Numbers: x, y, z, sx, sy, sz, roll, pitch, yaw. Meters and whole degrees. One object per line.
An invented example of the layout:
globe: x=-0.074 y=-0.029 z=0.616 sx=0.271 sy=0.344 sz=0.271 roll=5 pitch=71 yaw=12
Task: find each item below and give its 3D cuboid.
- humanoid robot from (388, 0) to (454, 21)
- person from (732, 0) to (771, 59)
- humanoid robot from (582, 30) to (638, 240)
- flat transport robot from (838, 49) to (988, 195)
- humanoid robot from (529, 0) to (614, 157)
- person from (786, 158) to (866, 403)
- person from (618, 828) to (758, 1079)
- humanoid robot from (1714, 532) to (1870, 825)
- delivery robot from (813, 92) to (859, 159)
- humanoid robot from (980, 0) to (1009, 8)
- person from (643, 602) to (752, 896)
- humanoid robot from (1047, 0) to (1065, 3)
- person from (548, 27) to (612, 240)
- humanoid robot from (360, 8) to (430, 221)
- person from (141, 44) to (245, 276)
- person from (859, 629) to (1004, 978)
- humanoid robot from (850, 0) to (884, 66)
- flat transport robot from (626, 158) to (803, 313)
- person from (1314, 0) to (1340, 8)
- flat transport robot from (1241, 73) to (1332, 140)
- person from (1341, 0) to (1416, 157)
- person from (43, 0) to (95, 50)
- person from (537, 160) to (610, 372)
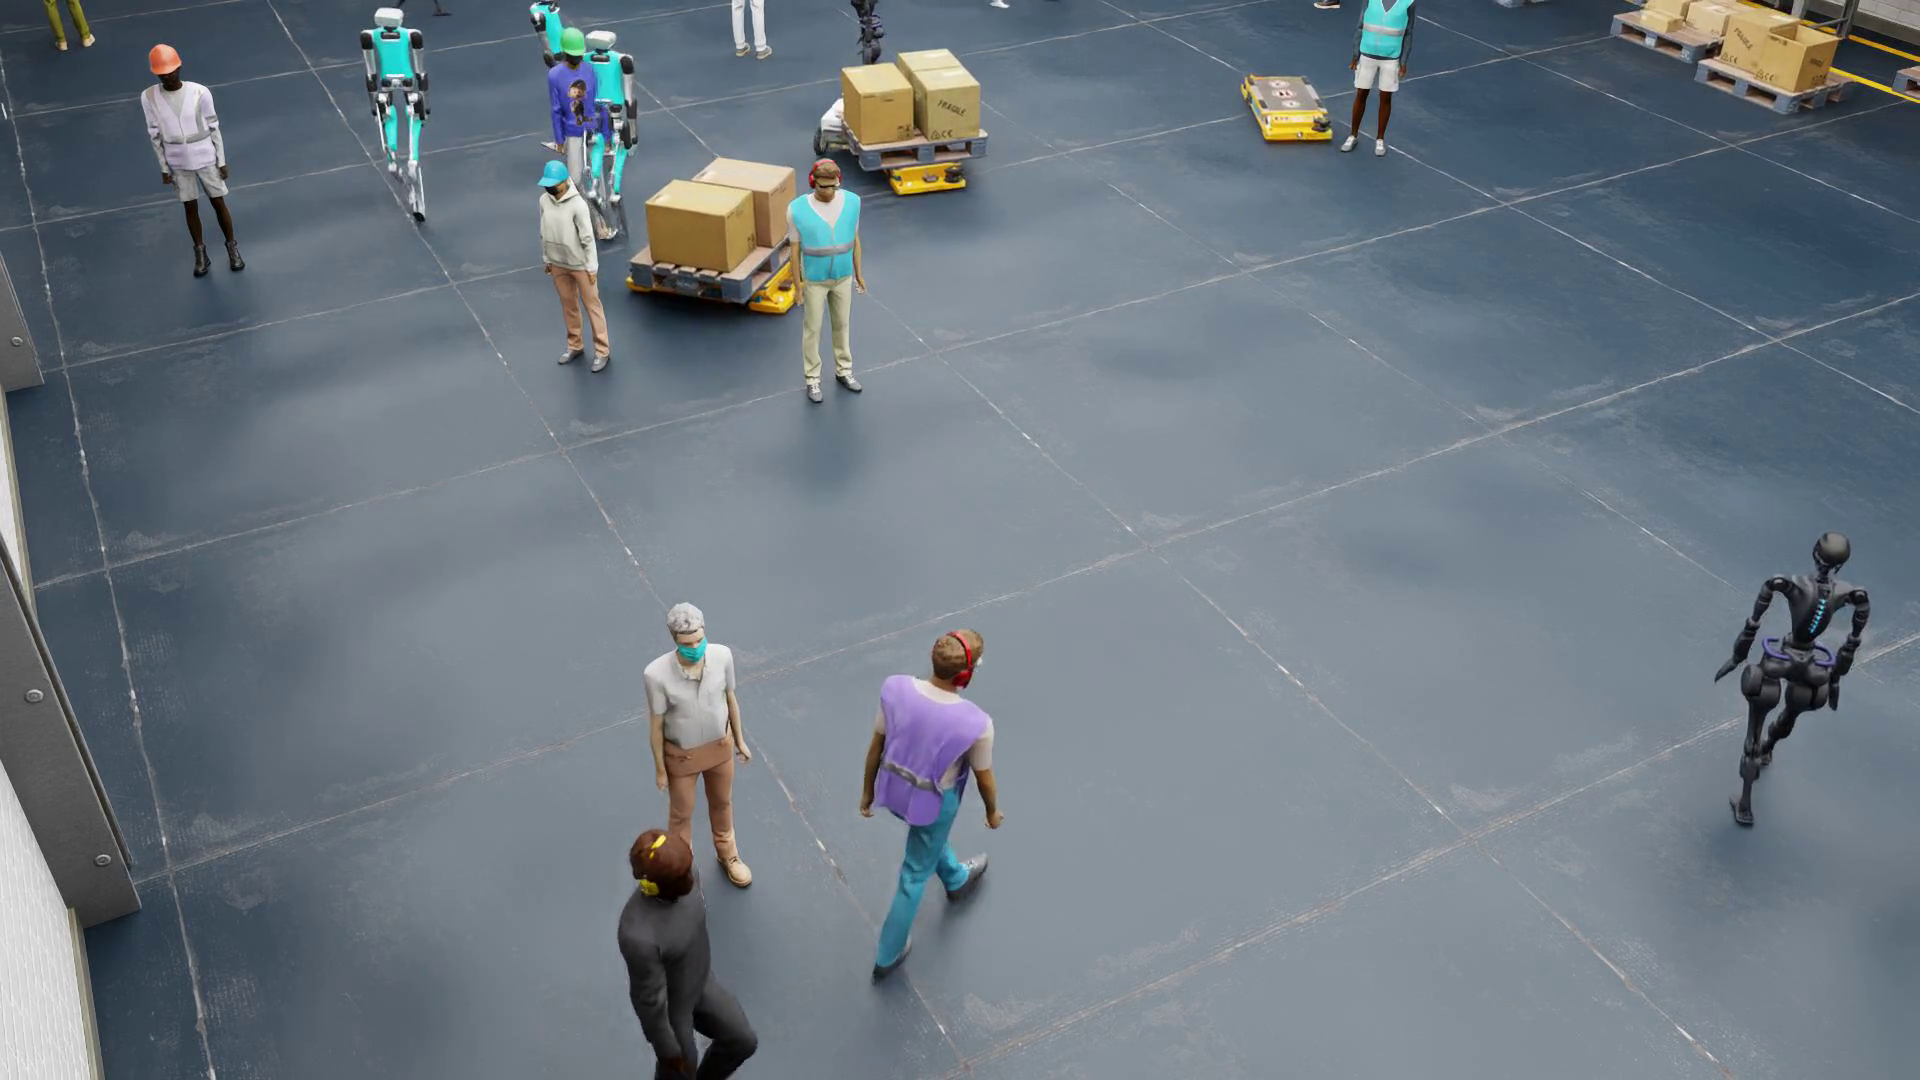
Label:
humanoid robot: x=-6.417 y=-6.894 z=19.373 sx=0.750 sy=1.638 sz=0.604 roll=-4 pitch=35 yaw=-6
person: x=-2.343 y=-6.232 z=18.214 sx=0.573 sy=1.880 sz=0.361 roll=10 pitch=36 yaw=14
humanoid robot: x=-3.056 y=-3.373 z=14.305 sx=0.530 sy=1.822 sz=0.779 roll=2 pitch=35 yaw=3
flat transport robot: x=-0.464 y=-3.695 z=15.992 sx=0.659 sy=0.231 sz=1.431 roll=-10 pitch=36 yaw=-14
humanoid robot: x=-3.569 y=-4.331 z=15.619 sx=1.009 sy=1.731 sz=0.531 roll=1 pitch=35 yaw=2
person: x=-0.964 y=-1.902 z=12.064 sx=0.562 sy=1.837 sz=0.390 roll=-17 pitch=38 yaw=-23
person: x=-1.095 y=1.858 z=6.678 sx=0.453 sy=1.856 sz=0.516 roll=13 pitch=37 yaw=18
humanoid robot: x=4.263 y=0.647 z=8.596 sx=0.597 sy=1.625 sz=0.756 roll=8 pitch=36 yaw=12
delivery robot: x=-1.098 y=-4.103 z=16.317 sx=0.499 sy=0.586 sz=0.765 roll=9 pitch=36 yaw=13
humanoid robot: x=0.410 y=-7.199 z=19.731 sx=0.815 sy=1.800 sz=0.564 roll=3 pitch=35 yaw=4
person: x=-1.251 y=1.014 z=7.979 sx=0.481 sy=1.748 sz=0.320 roll=-18 pitch=39 yaw=-24
humanoid robot: x=1.151 y=-7.326 z=19.961 sx=0.615 sy=1.639 sz=0.417 roll=-30 pitch=45 yaw=-35
person: x=-3.249 y=-3.511 z=14.345 sx=0.476 sy=1.855 sz=0.432 roll=-13 pitch=37 yaw=-17
humanoid robot: x=-4.960 y=-3.705 z=14.799 sx=0.561 sy=1.865 sz=0.823 roll=-8 pitch=36 yaw=-11
person: x=-6.343 y=-3.134 z=13.737 sx=0.543 sy=1.938 sz=0.351 roll=-11 pitch=37 yaw=-16
person: x=-0.110 y=1.184 z=7.712 sx=0.571 sy=1.766 sz=0.974 roll=24 pitch=42 yaw=30
humanoid robot: x=-0.919 y=-5.056 z=16.713 sx=0.381 sy=1.632 sz=0.616 roll=-5 pitch=35 yaw=-7
flat transport robot: x=-1.990 y=-2.199 z=13.855 sx=1.431 sy=0.231 sz=0.659 roll=11 pitch=37 yaw=16
person: x=4.483 y=-7.324 z=19.695 sx=0.366 sy=1.965 sz=0.607 roll=5 pitch=35 yaw=7
flat transport robot: x=3.339 y=-4.449 z=17.068 sx=0.659 sy=0.231 sz=1.431 roll=-1 pitch=35 yaw=-2
person: x=4.025 y=-4.649 z=15.903 sx=0.553 sy=1.934 sz=0.430 roll=12 pitch=37 yaw=16
person: x=-10.128 y=-6.383 z=18.465 sx=0.519 sy=1.835 sz=0.368 roll=-14 pitch=37 yaw=-19
person: x=-2.910 y=-2.040 z=12.410 sx=0.471 sy=1.669 sz=0.391 roll=14 pitch=38 yaw=20
